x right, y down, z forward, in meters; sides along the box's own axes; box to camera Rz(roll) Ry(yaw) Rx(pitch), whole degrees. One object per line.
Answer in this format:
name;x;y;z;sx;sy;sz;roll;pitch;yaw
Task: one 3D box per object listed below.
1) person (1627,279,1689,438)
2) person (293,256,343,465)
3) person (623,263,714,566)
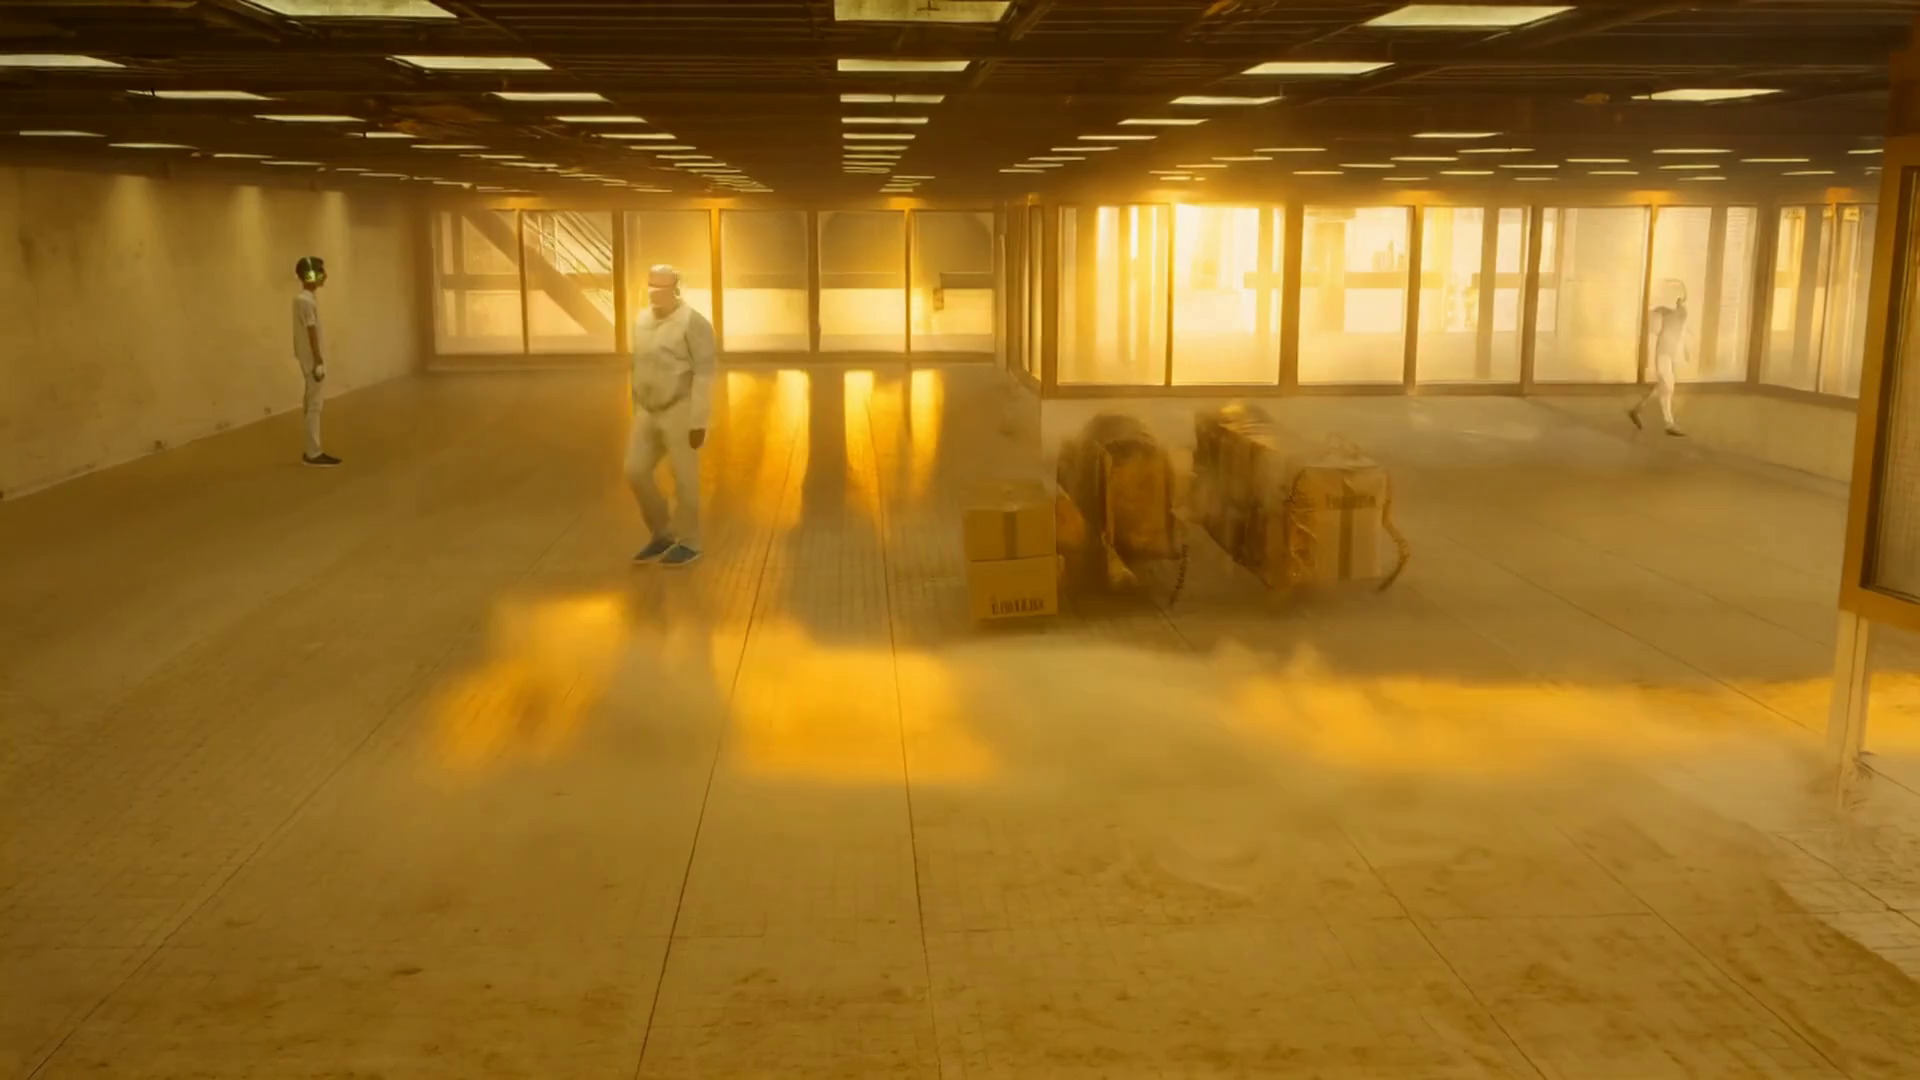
person;7.219;-1.882;17.138;0.499;1.607;0.716;-7;13;-33
person;-5.801;-1.602;14.939;0.309;1.868;0.535;-6;12;-29
person;-1.849;-0.765;10.346;0.678;1.887;0.540;7;12;31
